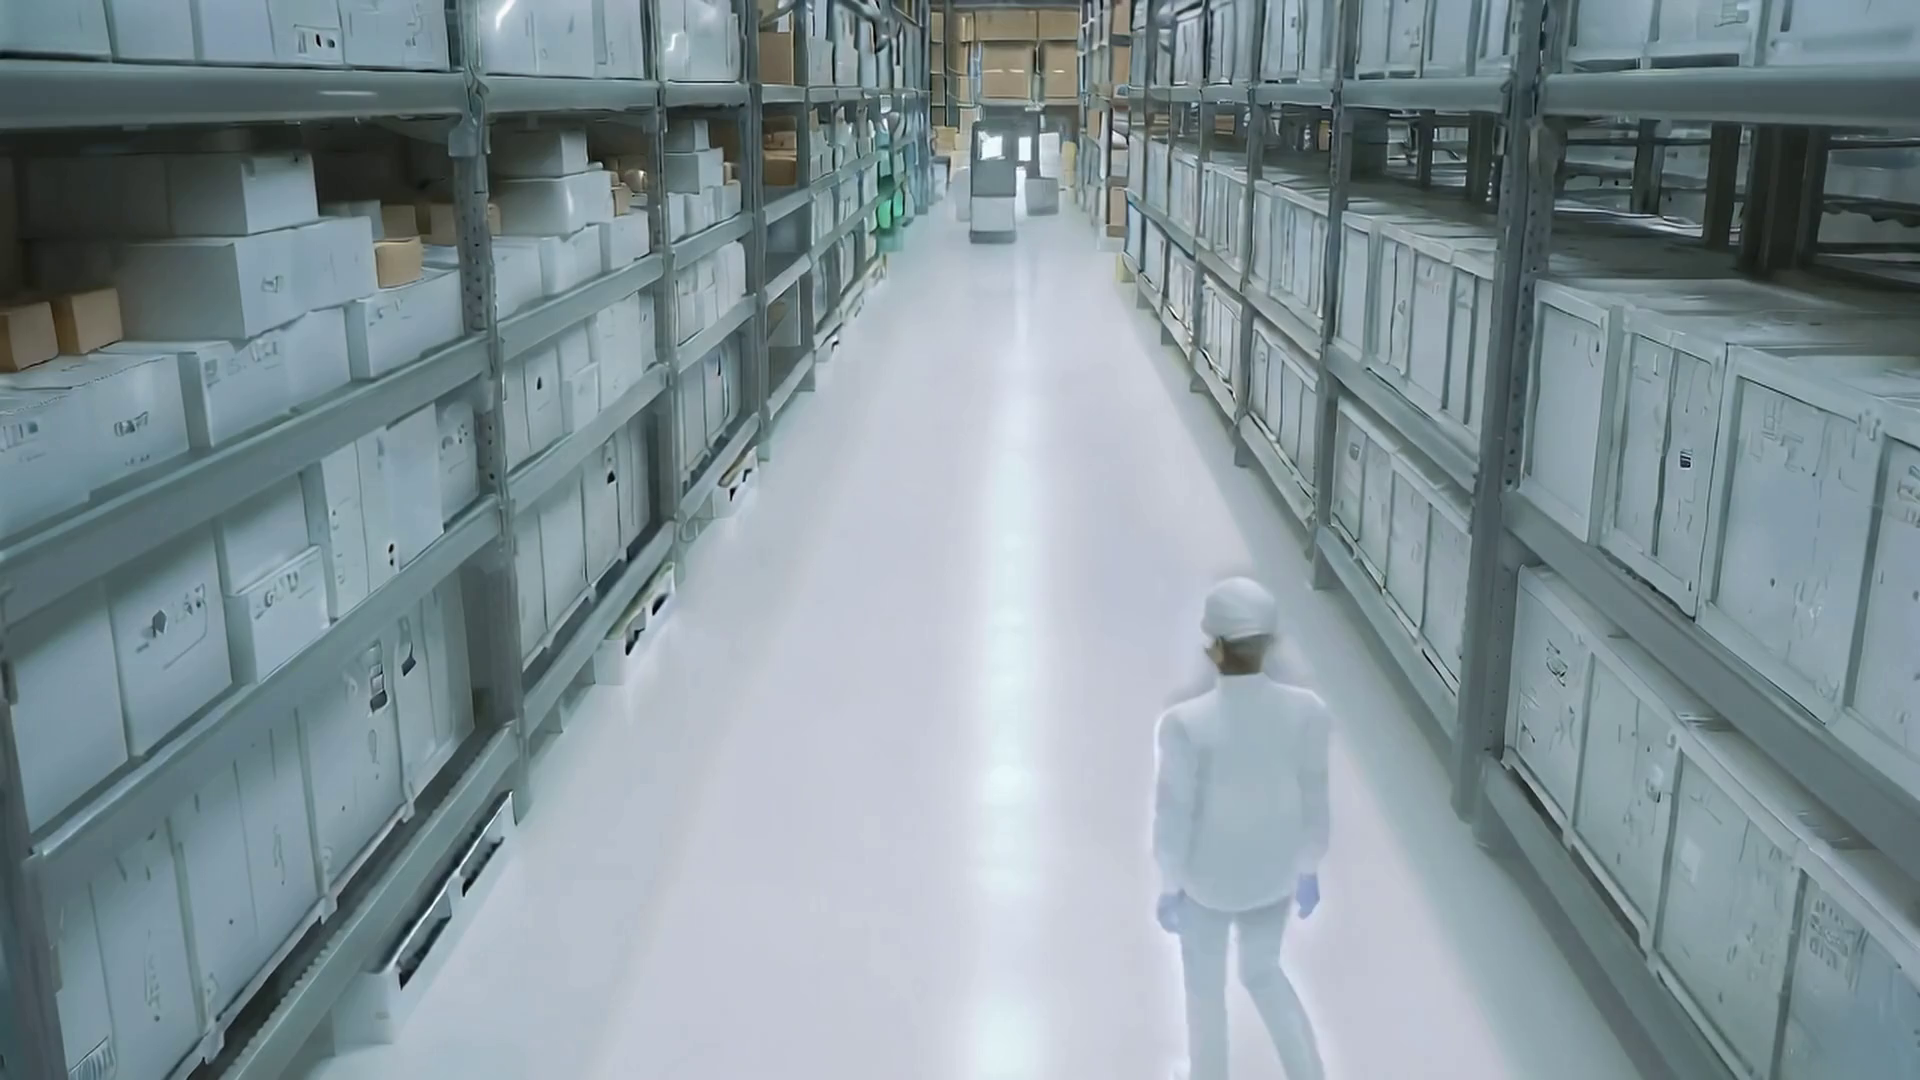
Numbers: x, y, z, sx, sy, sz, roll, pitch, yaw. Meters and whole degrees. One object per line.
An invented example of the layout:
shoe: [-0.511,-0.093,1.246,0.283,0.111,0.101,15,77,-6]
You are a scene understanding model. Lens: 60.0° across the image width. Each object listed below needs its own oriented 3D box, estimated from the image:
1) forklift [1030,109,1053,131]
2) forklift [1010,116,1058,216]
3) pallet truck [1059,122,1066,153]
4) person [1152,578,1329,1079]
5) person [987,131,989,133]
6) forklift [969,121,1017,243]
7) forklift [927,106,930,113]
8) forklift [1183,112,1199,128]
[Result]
forklift: [3.441,-16.924,70.760,1.129,2.768,1.873,6,16,21]
forklift: [1.887,-10.841,48.129,1.129,2.768,1.873,-12,19,-38]
pallet truck: [5.788,-21.111,88.014,1.885,1.965,0.823,5,16,18]
person: [0.950,1.111,5.401,0.618,1.970,0.714,-5,16,-18]
person: [1.192,-15.944,68.900,0.371,1.941,0.627,4,15,13]
forklift: [0.788,-8.518,39.482,1.129,2.768,1.873,0,15,1]
forklift: [-2.000,-20.667,84.686,1.129,2.768,1.873,0,15,2]
forklift: [8.126,-14.004,59.895,1.129,2.768,1.873,0,15,1]
